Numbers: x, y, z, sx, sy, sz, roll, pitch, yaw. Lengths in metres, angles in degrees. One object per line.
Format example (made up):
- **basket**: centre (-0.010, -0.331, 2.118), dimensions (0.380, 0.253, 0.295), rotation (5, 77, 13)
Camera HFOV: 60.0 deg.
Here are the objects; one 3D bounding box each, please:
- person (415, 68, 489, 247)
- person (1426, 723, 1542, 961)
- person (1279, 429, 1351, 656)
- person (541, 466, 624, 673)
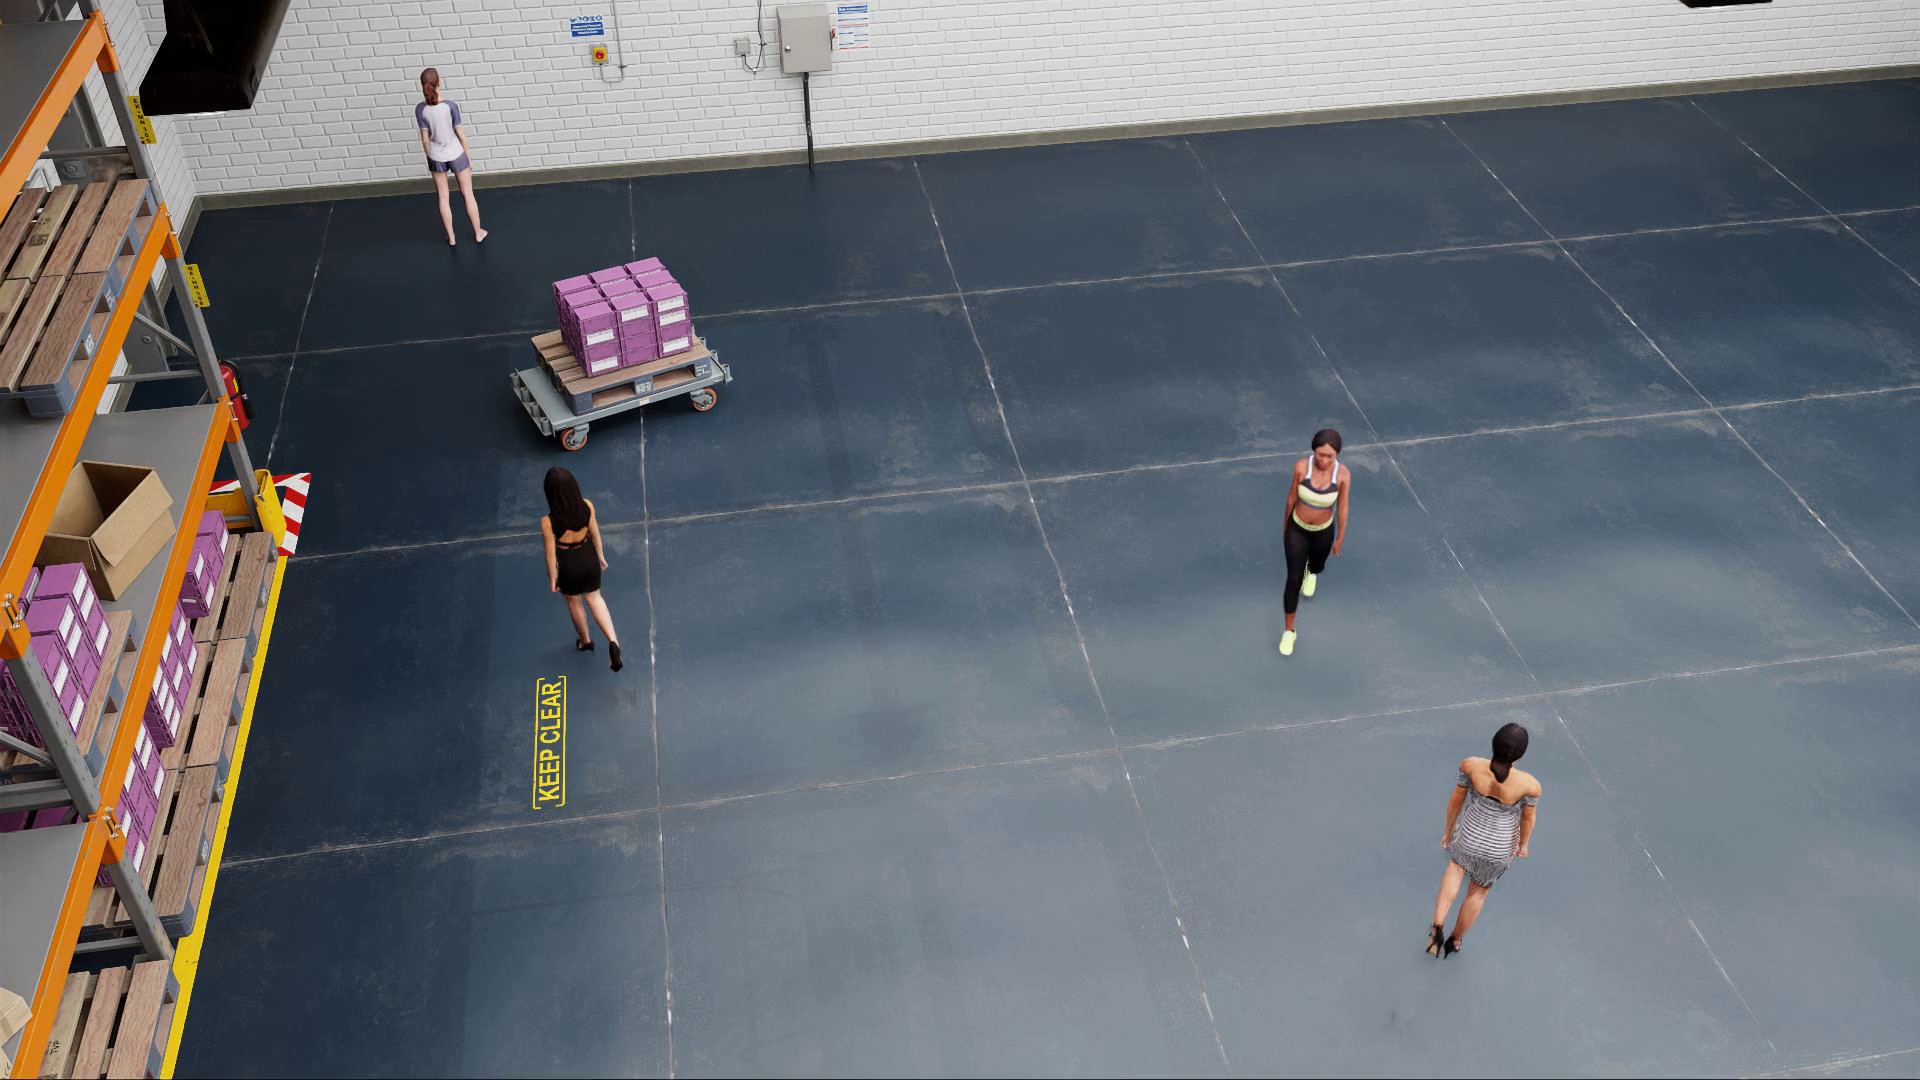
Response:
- **person**: centre (-4.884, -3.645, 15.837), dimensions (0.566, 1.768, 0.554), rotation (-7, 39, -9)
- **person**: centre (2.823, 1.725, 9.079), dimensions (0.781, 1.809, 0.841), rotation (23, 44, 26)
- **person**: centre (2.424, -0.102, 11.437), dimensions (0.892, 1.721, 1.172), rotation (9, 39, 11)
- **person**: centre (-2.511, 0.237, 11.082), dimensions (0.811, 1.635, 0.968), rotation (-26, 46, -29)
